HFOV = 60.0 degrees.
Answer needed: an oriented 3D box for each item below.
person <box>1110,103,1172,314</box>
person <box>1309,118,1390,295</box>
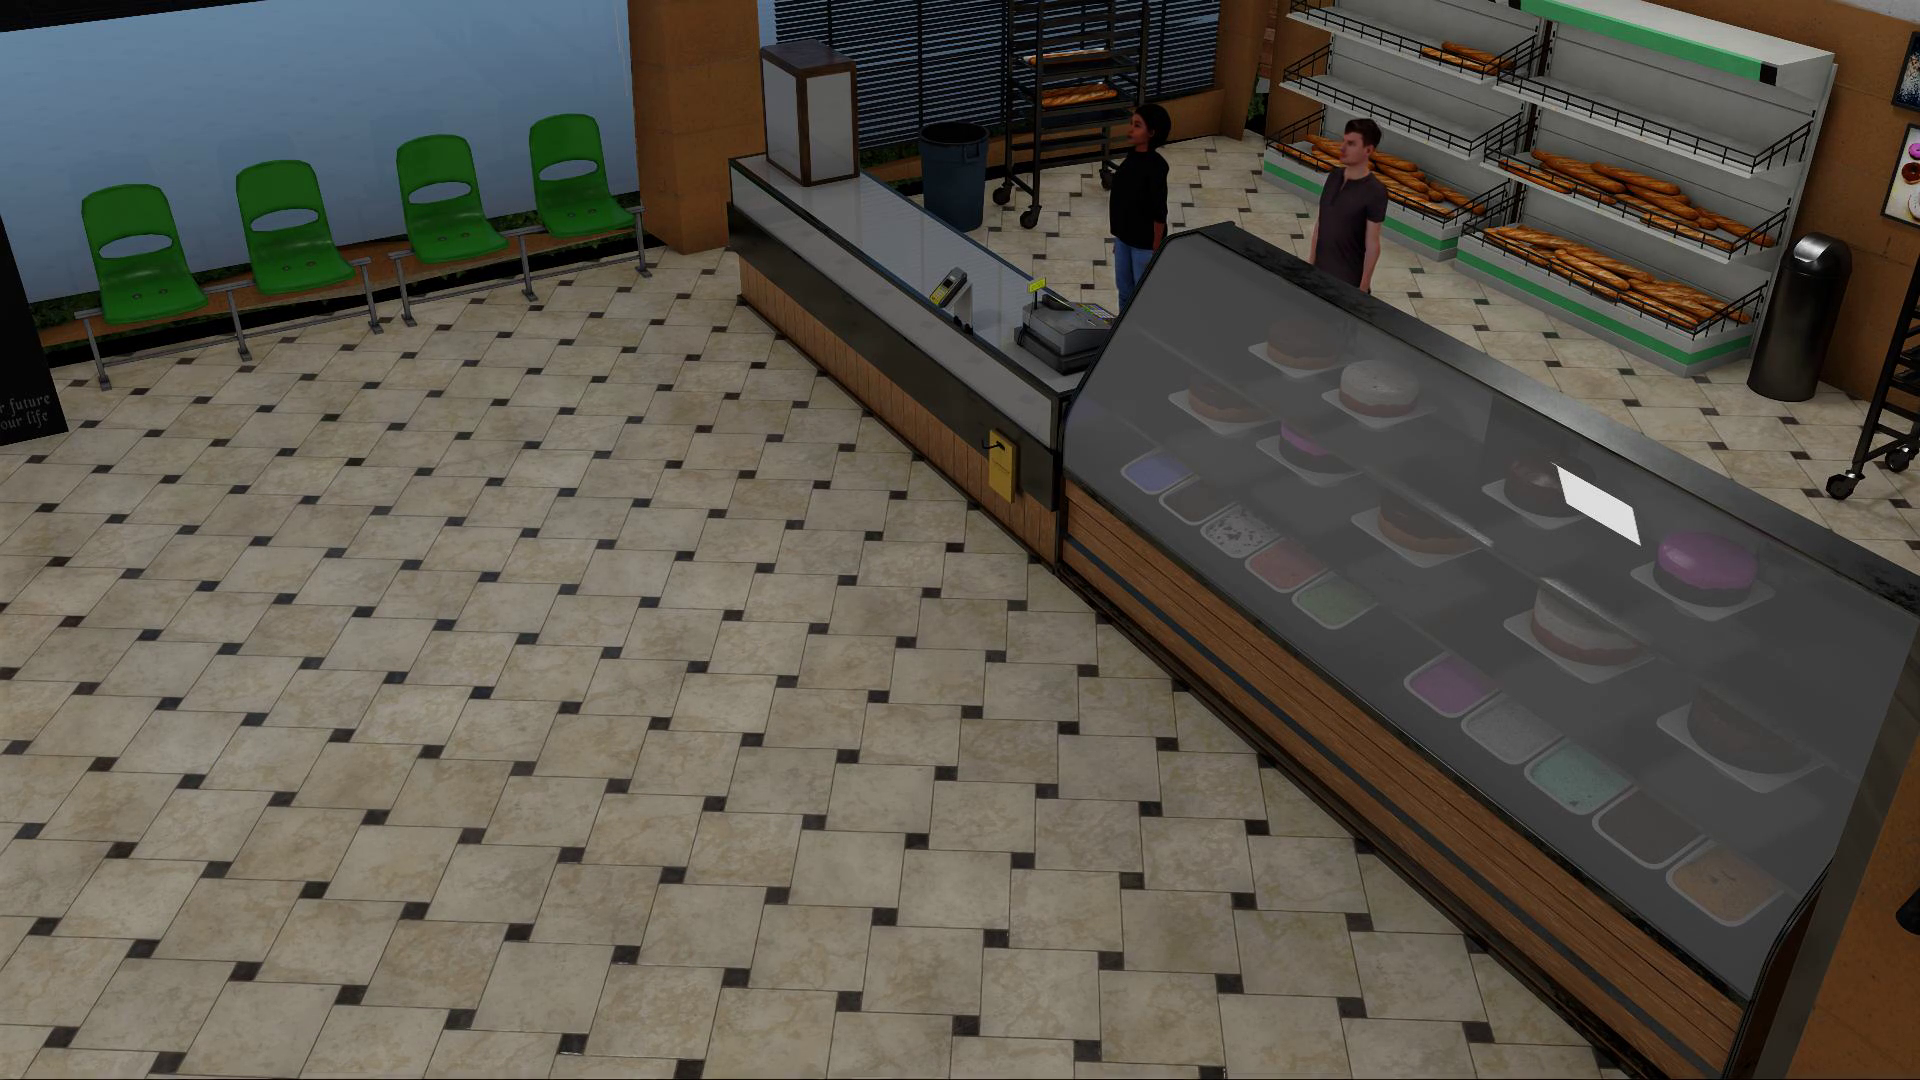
[{"bbox_3d":[1.081,-1.784,10.002,0.519,1.702,0.553,-17,36,-25],"label":"person"},{"bbox_3d":[2.144,-1.457,9.333,0.524,1.853,0.631,-17,36,-25],"label":"person"}]
